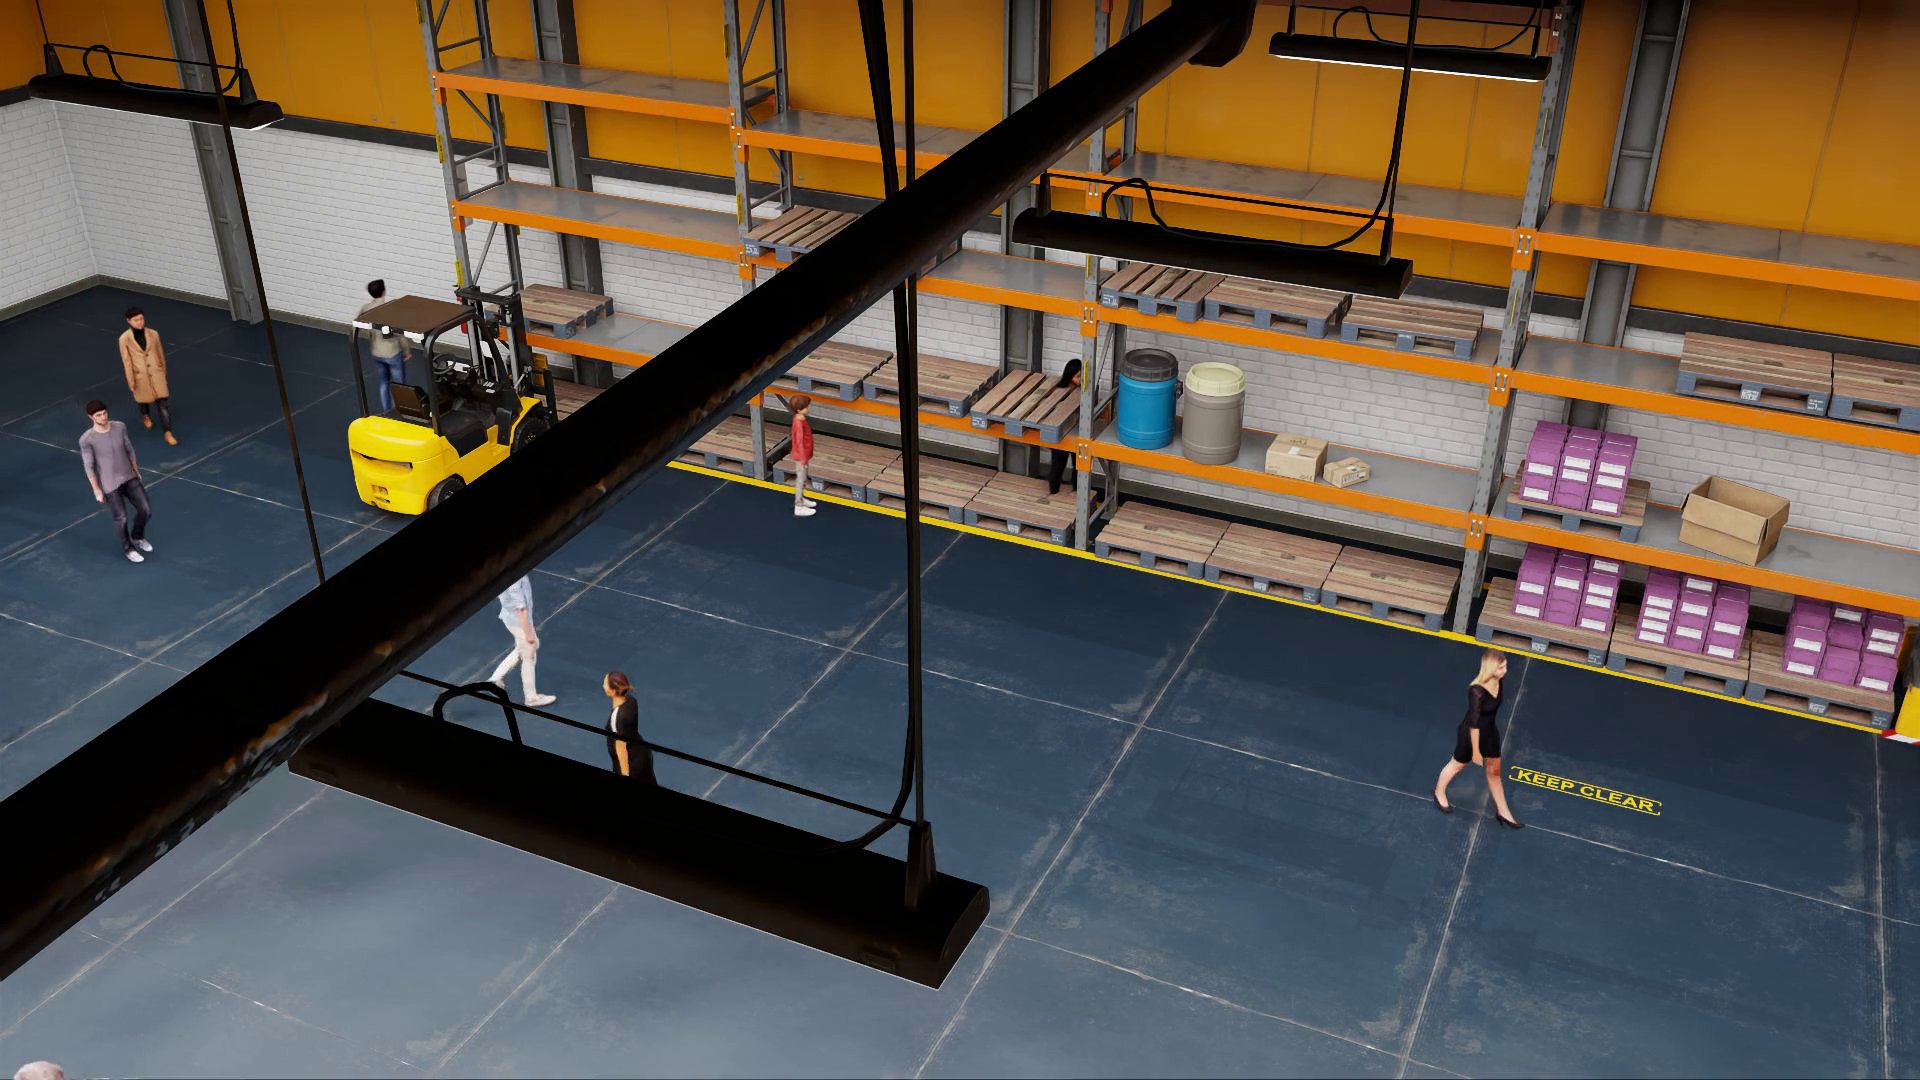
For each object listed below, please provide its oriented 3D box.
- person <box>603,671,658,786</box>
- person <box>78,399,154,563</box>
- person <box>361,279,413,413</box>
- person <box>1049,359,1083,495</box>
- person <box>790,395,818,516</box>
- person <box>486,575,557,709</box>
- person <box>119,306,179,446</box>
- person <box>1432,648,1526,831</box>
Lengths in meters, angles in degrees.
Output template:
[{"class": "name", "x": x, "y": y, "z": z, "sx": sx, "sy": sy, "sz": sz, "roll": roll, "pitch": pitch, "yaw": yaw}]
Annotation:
[{"class": "person", "x": -2.515, "y": 1.768, "z": 13.112, "sx": 1.100, "sy": 1.631, "sz": 0.737, "roll": 6, "pitch": 29, "yaw": 11}, {"class": "person", "x": -8.818, "y": -0.640, "z": 17.309, "sx": 0.719, "sy": 1.840, "sz": 0.769, "roll": 19, "pitch": 34, "yaw": 30}, {"class": "person", "x": -7.001, "y": -2.282, "z": 20.293, "sx": 0.565, "sy": 1.864, "sz": 0.785, "roll": 9, "pitch": 30, "yaw": 15}, {"class": "person", "x": 1.216, "y": -1.160, "z": 18.287, "sx": 0.771, "sy": 1.815, "sz": 0.829, "roll": -10, "pitch": 30, "yaw": -18}, {"class": "person", "x": -1.753, "y": -0.956, "z": 18.330, "sx": 0.606, "sy": 1.415, "sz": 0.579, "roll": -3, "pitch": 29, "yaw": -6}, {"class": "person", "x": -4.015, "y": 0.730, "z": 14.801, "sx": 0.968, "sy": 1.834, "sz": 0.915, "roll": -11, "pitch": 31, "yaw": -20}, {"class": "person", "x": -9.768, "y": -1.994, "z": 19.932, "sx": 0.936, "sy": 1.703, "sz": 1.107, "roll": -20, "pitch": 34, "yaw": -32}, {"class": "person", "x": 4.107, "y": 1.568, "z": 13.470, "sx": 0.824, "sy": 1.638, "sz": 1.084, "roll": -25, "pitch": 38, "yaw": -38}]
